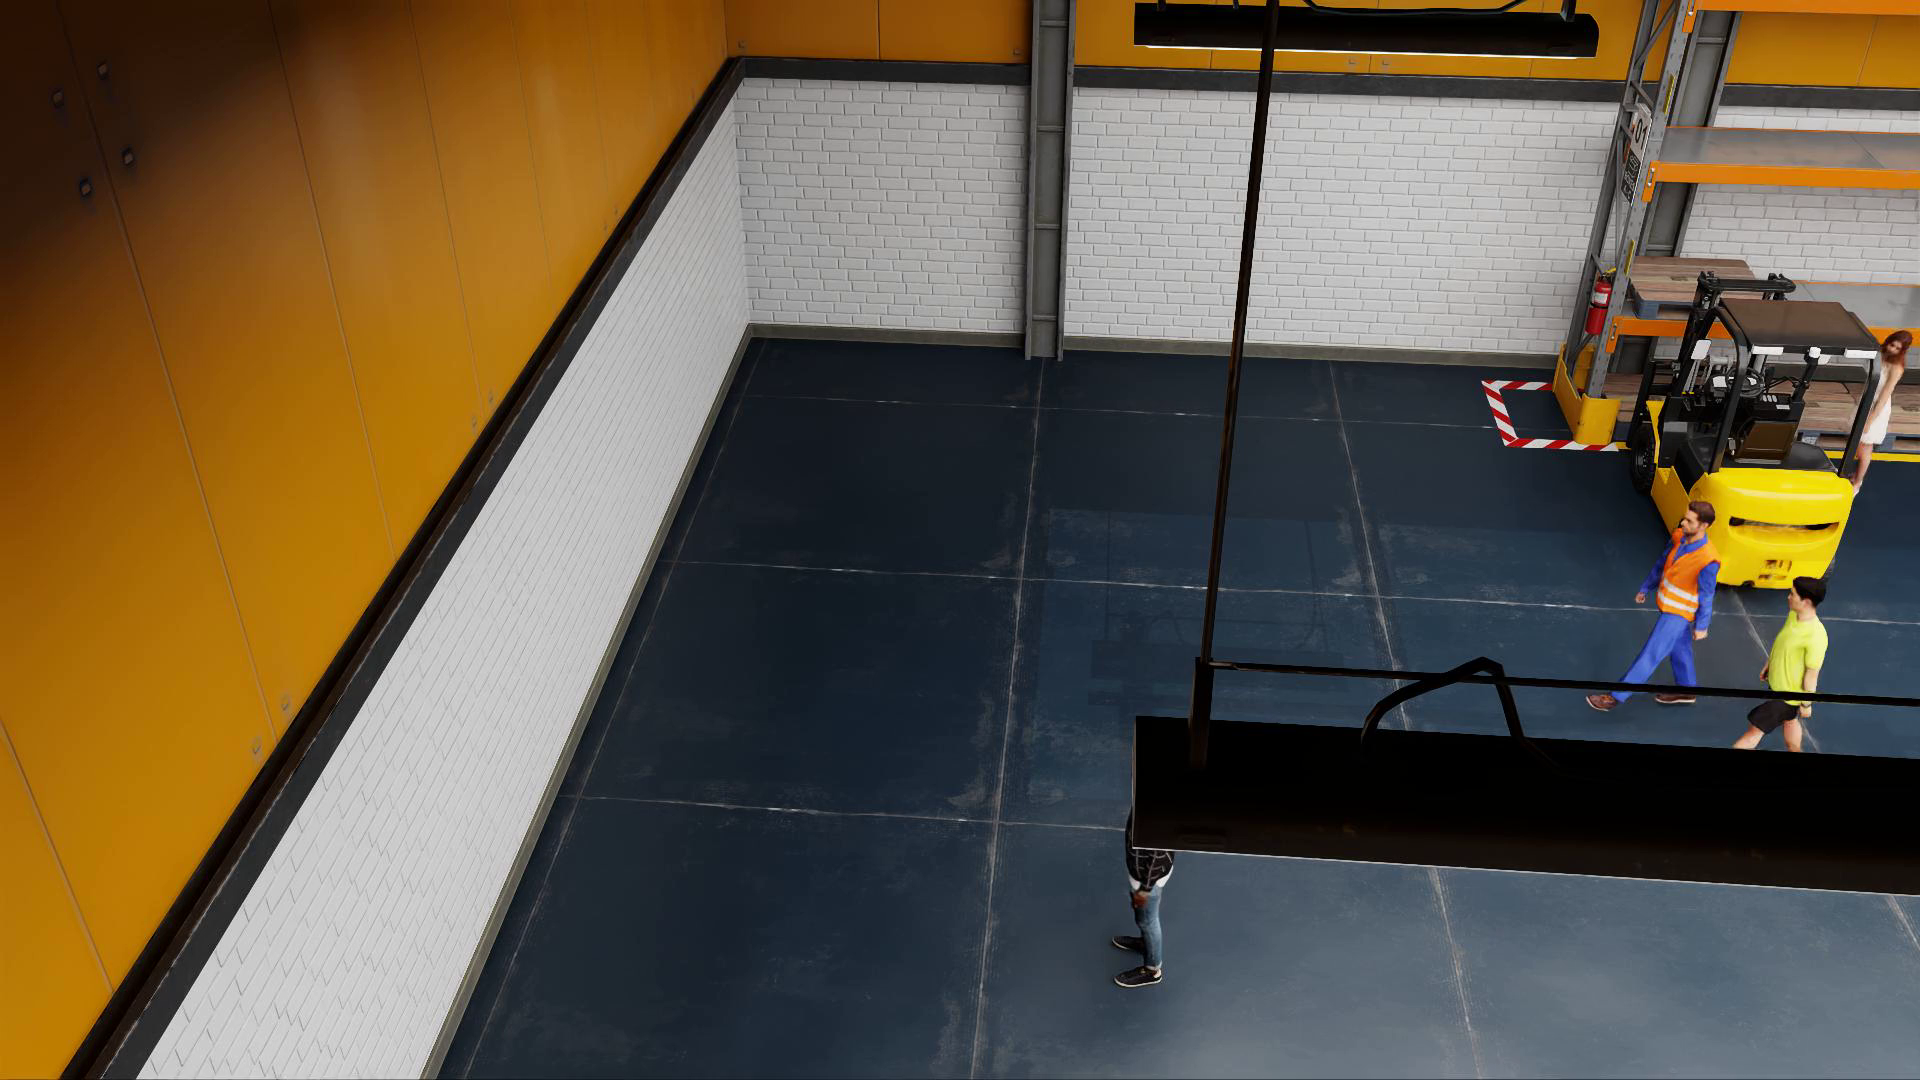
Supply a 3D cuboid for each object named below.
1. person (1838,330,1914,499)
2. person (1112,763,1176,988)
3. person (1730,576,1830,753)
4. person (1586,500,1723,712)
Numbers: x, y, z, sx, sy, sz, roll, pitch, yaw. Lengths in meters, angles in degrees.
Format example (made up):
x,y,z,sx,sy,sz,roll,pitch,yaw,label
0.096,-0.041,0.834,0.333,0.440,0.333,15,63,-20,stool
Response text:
x,y,z,sx,sy,sz,roll,pitch,yaw,label
8.191,-1.159,14.898,0.576,1.680,0.719,12,35,18,person
1.154,1.957,10.083,0.529,1.820,0.653,3,34,4,person
5.877,1.013,11.648,1.058,1.660,0.636,2,34,4,person
5.360,0.521,12.248,1.243,1.816,0.894,-4,34,-7,person
